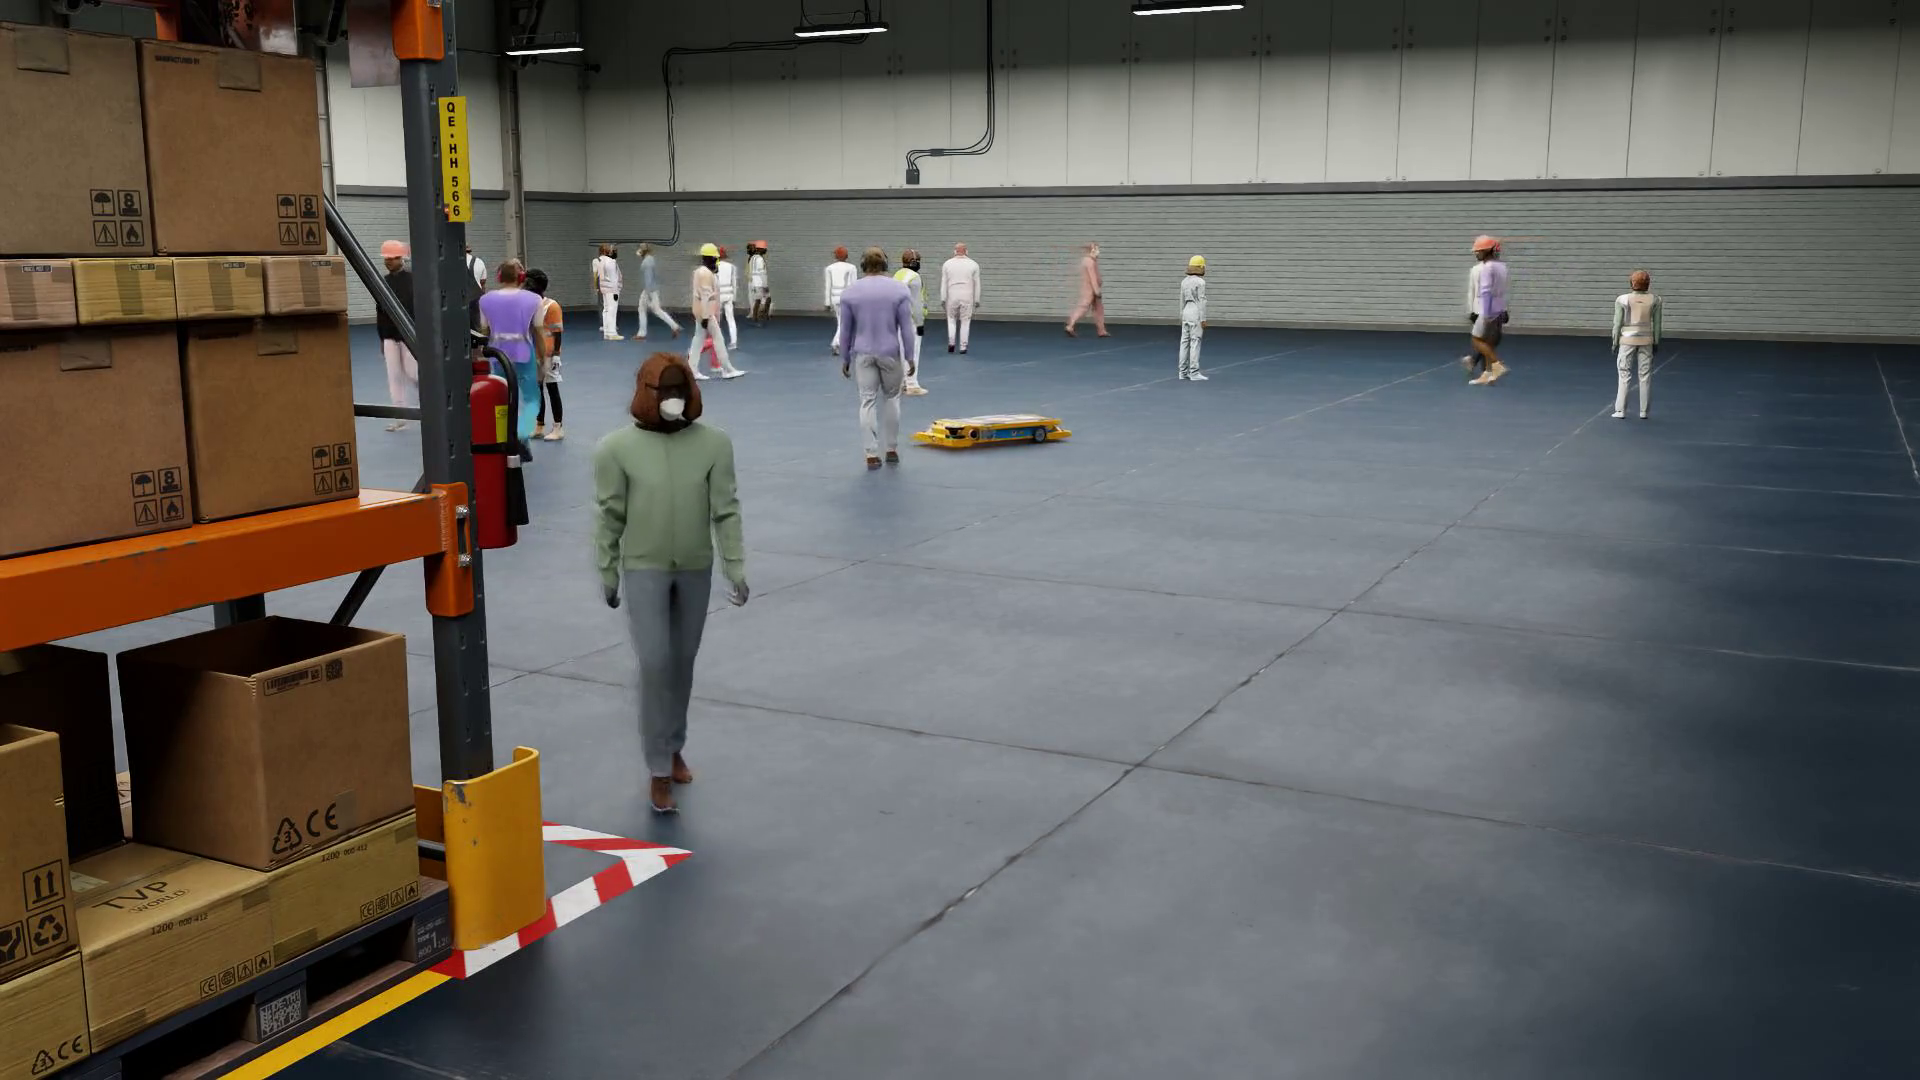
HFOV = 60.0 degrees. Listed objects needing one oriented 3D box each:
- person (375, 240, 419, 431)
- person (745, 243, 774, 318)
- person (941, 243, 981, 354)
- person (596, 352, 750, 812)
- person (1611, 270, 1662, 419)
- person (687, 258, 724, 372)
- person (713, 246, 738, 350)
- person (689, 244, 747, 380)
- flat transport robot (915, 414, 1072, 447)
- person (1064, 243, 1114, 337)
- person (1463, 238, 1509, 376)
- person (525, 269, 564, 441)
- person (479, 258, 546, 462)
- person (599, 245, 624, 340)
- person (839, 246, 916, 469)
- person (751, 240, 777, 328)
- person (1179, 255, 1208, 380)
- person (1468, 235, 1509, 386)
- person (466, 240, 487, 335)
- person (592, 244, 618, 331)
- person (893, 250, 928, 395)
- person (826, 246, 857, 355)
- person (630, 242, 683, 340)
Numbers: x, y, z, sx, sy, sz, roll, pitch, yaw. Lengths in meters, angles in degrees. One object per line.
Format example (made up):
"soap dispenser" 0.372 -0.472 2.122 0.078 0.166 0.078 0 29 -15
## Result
"person" -5.792 -2.136 17.362 0.632 1.980 0.673 3 11 16
"person" -4.949 -6.344 40.714 0.608 1.833 0.651 -7 12 -33
"person" 0.019 -4.141 28.561 0.666 1.884 0.567 1 10 4
"person" -1.009 0.140 5.951 0.500 1.607 0.693 -5 12 -27
"person" 7.453 -2.146 18.341 0.522 1.640 0.306 1 10 6
"person" -3.715 -3.313 24.410 0.598 1.751 0.529 -5 12 -26
"person" -4.206 -4.281 29.490 0.588 1.830 1.015 -7 13 -34
"person" -3.416 -3.173 23.236 0.898 1.888 0.617 -4 11 -19
"flat transport robot" 0.337 -1.084 16.285 1.431 0.197 0.652 -7 13 -34
"person" 2.552 -4.957 33.085 0.959 1.876 0.634 2 11 10
"person" 7.408 -3.253 23.455 0.756 1.976 0.625 -6 12 -28
"person" -4.132 -1.819 16.400 0.540 1.695 0.317 7 13 34
"person" -3.918 -1.553 14.599 0.565 1.831 0.526 0 10 -2
"person" -6.777 -4.815 32.348 0.429 1.839 0.633 -6 12 -30
"person" -0.723 -1.601 14.595 0.672 1.917 0.790 0 10 2
"person" -4.266 -5.594 36.378 0.701 1.913 0.567 -1 10 -7
"person" 3.293 -3.114 23.339 0.325 1.740 0.492 -6 12 -31
"person" 7.053 -3.055 22.250 0.511 2.021 0.618 6 12 31
"person" -7.664 -3.683 25.629 0.676 2.000 0.536 -10 14 -43
"person" -7.523 -5.355 35.297 0.505 1.839 0.344 -1 10 -7
"person" -0.628 -2.771 21.220 0.429 1.838 0.626 -5 12 -26
"person" -2.032 -4.054 28.183 0.568 1.854 0.914 5 11 24
"person" -5.861 -4.776 32.011 0.942 1.905 0.641 -2 11 -13
